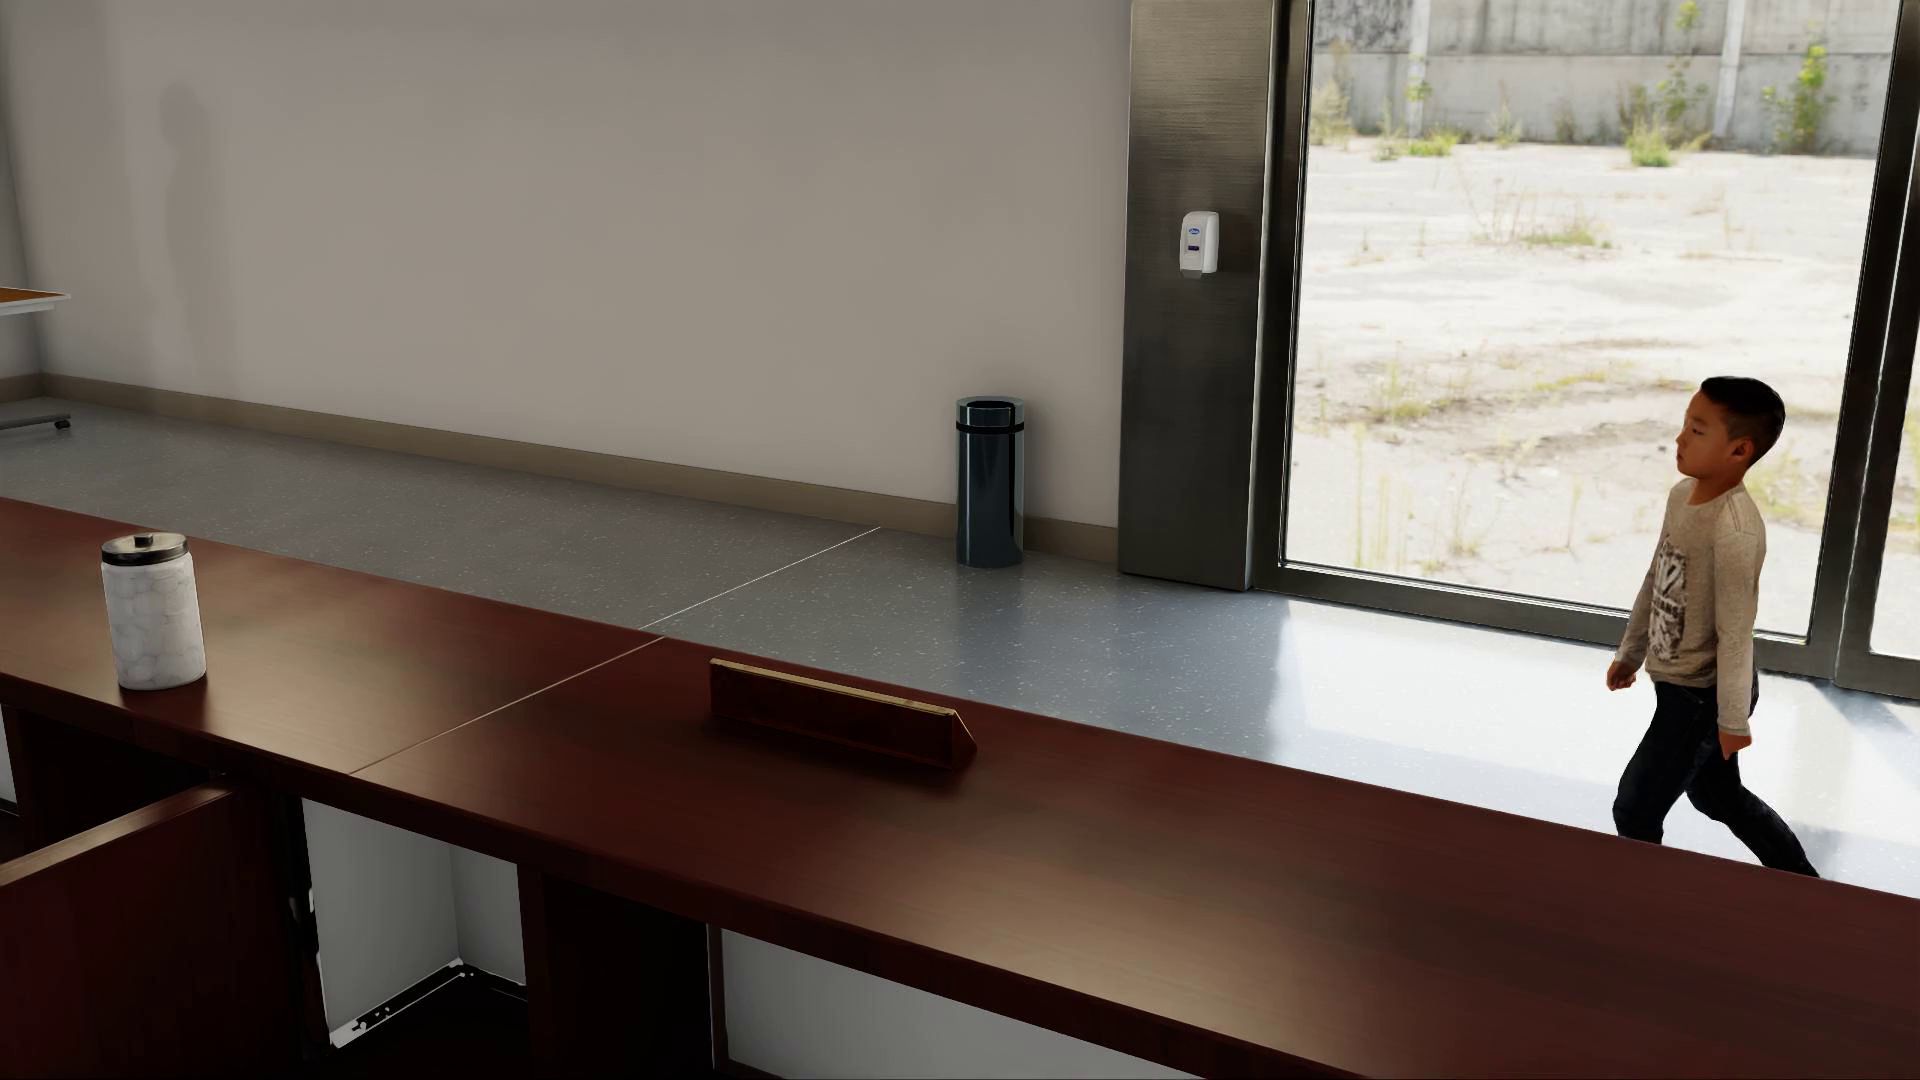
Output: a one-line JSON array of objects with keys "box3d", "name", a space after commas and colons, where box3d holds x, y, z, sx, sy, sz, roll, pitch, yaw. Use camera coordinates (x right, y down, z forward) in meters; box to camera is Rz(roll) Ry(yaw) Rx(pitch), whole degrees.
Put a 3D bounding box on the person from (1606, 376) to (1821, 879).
[{"box3d": [1.783, 0.346, 3.856, 0.837, 1.446, 0.993, 3, 16, 9], "name": "person"}]
